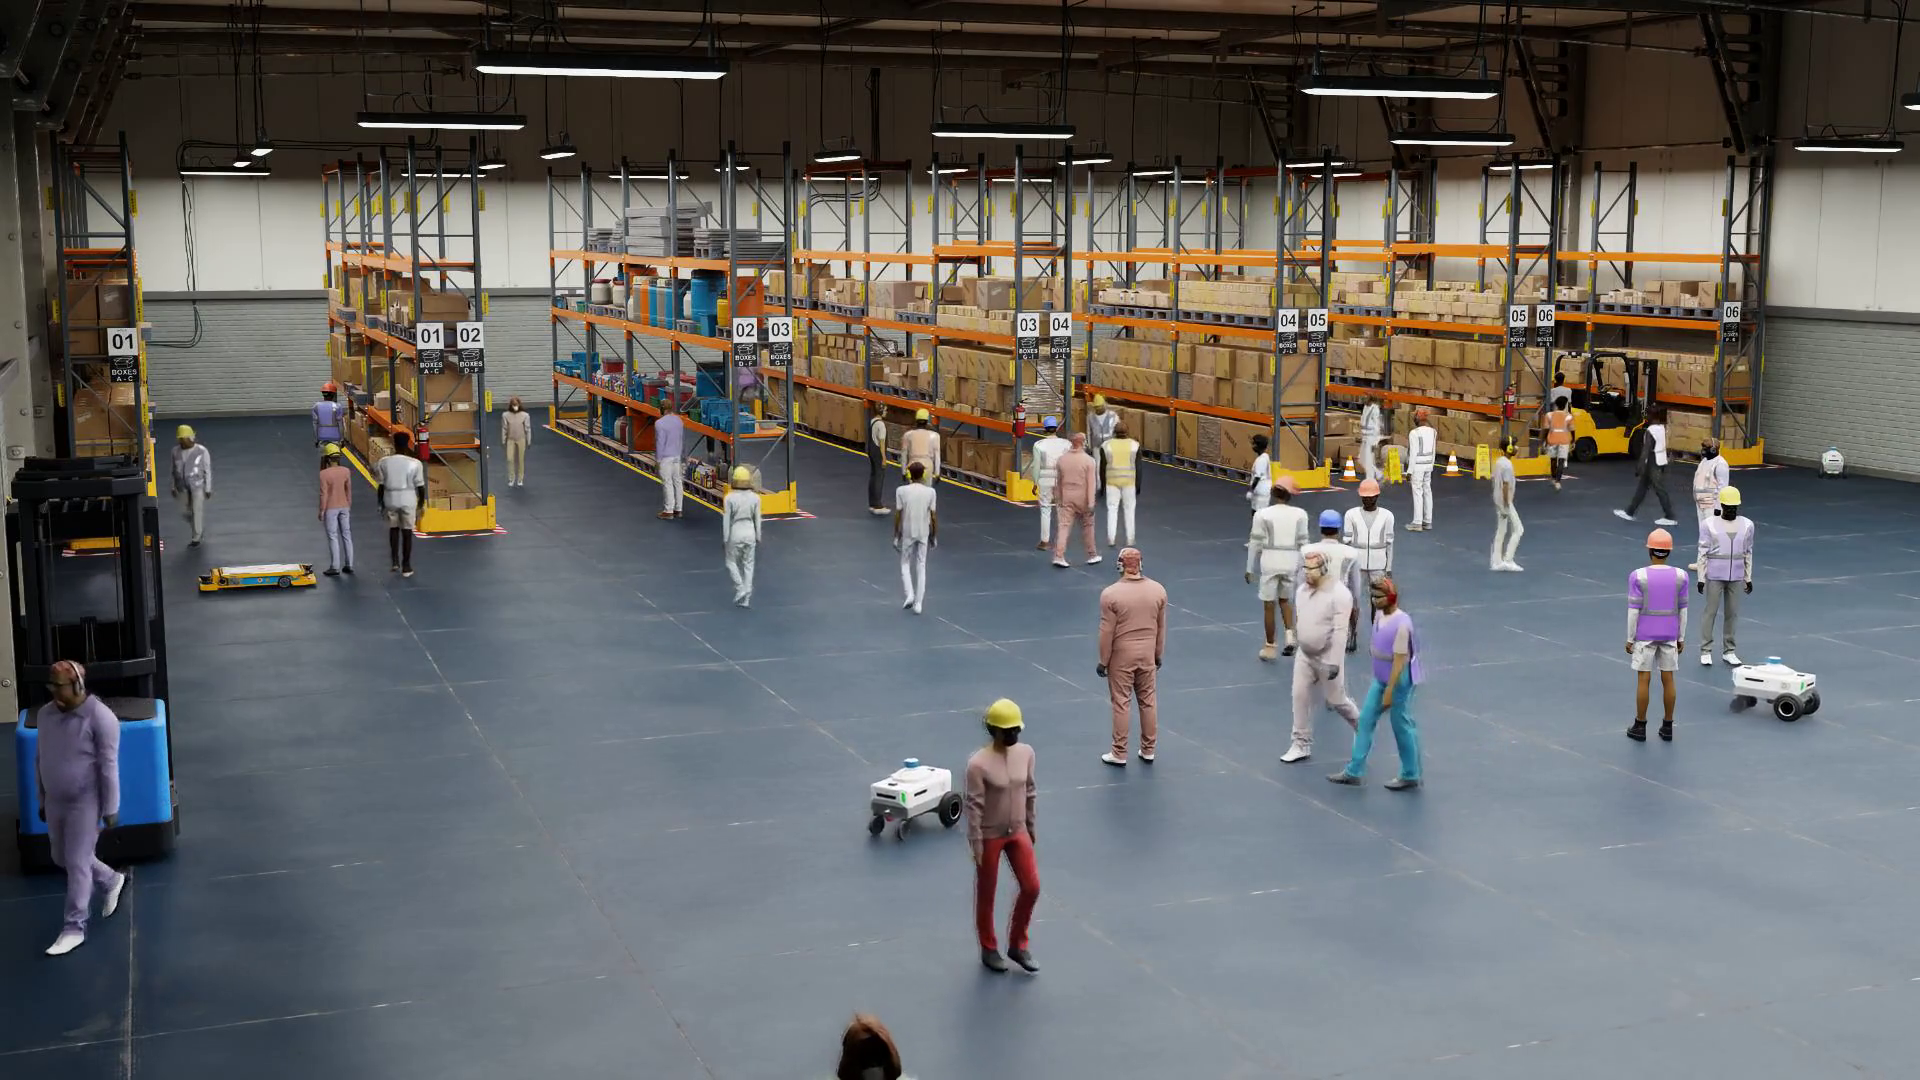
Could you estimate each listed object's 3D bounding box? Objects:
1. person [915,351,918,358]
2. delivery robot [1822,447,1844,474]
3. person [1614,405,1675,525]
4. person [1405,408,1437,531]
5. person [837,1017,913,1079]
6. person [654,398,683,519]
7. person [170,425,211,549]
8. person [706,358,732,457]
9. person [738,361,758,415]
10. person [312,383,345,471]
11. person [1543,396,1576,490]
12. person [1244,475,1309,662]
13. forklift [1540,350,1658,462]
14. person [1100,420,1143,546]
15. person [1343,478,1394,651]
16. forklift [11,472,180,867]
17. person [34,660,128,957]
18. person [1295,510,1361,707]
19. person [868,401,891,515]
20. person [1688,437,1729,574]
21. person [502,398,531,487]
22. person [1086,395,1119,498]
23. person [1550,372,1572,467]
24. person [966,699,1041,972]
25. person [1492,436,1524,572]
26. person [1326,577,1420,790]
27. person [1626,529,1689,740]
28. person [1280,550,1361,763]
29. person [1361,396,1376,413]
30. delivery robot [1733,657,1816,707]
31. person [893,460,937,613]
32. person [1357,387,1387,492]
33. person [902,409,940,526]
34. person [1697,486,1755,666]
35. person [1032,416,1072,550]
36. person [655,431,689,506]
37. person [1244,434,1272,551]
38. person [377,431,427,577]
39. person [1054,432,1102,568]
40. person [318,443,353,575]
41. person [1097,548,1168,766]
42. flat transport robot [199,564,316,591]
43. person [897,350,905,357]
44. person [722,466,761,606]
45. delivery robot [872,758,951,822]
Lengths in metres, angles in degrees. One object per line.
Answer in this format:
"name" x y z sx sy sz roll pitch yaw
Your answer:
"person" -1.045 -3.201 46.002 0.623 1.992 0.396 3 9 18
"delivery robot" 16.348 -1.491 39.211 0.477 0.478 0.707 3 9 20
"person" 10.858 -1.191 33.023 0.990 1.861 0.616 5 10 32
"person" 7.106 -1.091 32.298 0.584 1.882 0.337 -7 11 -39
"person" -0.376 2.644 8.287 0.504 1.619 0.523 -3 9 -17
"person" -4.675 -1.309 33.573 0.374 1.939 0.628 5 10 29
"person" -11.203 -0.796 30.571 0.608 1.812 0.565 1 9 6
"person" -4.969 -2.703 42.668 0.698 2.000 1.019 -1 9 -4
"person" -5.060 -3.678 49.196 0.637 1.986 1.043 -3 9 -20
"person" -11.100 -1.798 36.877 0.543 1.927 0.384 1 9 4
"person" 10.716 -1.738 37.354 0.550 1.655 0.831 5 10 29
"person" 3.414 0.307 22.549 0.642 2.013 0.447 -2 9 -14
"forklift" 12.897 -2.725 42.309 2.313 2.155 1.214 -3 9 -21
"person" 2.365 -0.836 30.748 0.631 1.842 0.429 1 9 4
"person" 4.481 0.276 23.011 0.552 1.935 0.373 2 9 11
"forklift" -6.630 0.886 15.957 1.129 2.768 1.873 -3 9 -21
"person" -5.773 1.695 13.737 0.663 1.883 0.824 4 9 23
"person" 3.637 0.641 20.693 0.642 1.897 0.979 1 9 10
"person" -1.329 -1.344 34.144 0.331 1.840 0.512 -4 9 -22
"person" 10.129 -0.473 28.321 0.429 1.842 0.629 -1 9 -4
"person" -7.971 -1.748 37.612 0.521 1.597 0.790 -1 9 -10
"person" 2.490 -1.639 36.376 0.602 1.769 0.969 1 9 5
"person" 11.626 -2.335 40.669 0.526 1.862 0.315 -3 9 -18
"person" 0.300 1.855 13.071 0.555 1.745 0.551 -5 10 -32
"person" 7.490 -0.496 28.449 0.531 1.854 0.531 -1 9 -4
"person" 3.445 1.199 17.289 0.884 1.799 0.591 -2 9 -11
"person" 6.348 0.860 19.118 0.545 1.938 0.359 0 9 0
"person" 3.226 0.999 18.423 0.858 1.872 0.643 -7 11 -40
"person" 9.637 -3.648 49.158 0.545 1.942 0.349 0 9 3
"delivery robot" 7.830 1.368 20.149 0.707 0.478 0.477 8 11 42
"person" -0.548 -0.053 25.461 0.551 1.856 0.494 -1 9 -6
"person" 7.225 -1.752 36.762 0.480 1.865 0.604 -1 9 -4
"person" -0.600 -1.087 32.315 0.601 1.880 0.974 0 9 3
"person" 8.173 0.381 22.346 0.594 1.925 0.376 0 9 -1
"person" 1.334 -0.827 30.356 0.604 1.940 0.404 -2 9 -14
"person" -4.739 -1.273 34.400 0.549 1.609 0.518 -2 9 -16
"person" 4.317 -0.683 30.210 0.361 1.691 0.557 1 9 7
"person" -7.479 -0.501 28.139 0.627 1.947 0.569 0 9 -1
"person" 1.603 -0.552 28.812 0.661 1.862 0.985 6 10 34
"person" -8.428 -0.416 28.208 0.329 1.769 0.542 6 10 34
"person" 1.479 1.010 18.238 0.638 1.903 0.408 -4 9 -23
"flat transport robot" -9.181 0.476 27.349 1.431 0.197 0.652 -3 9 -21
"person" -1.382 -3.435 48.058 0.633 1.845 0.429 1 9 4
"person" -2.704 -0.045 25.813 0.511 1.728 0.354 -4 9 -26
"delivery robot" -0.375 1.945 16.299 0.477 0.478 0.707 5 10 33
